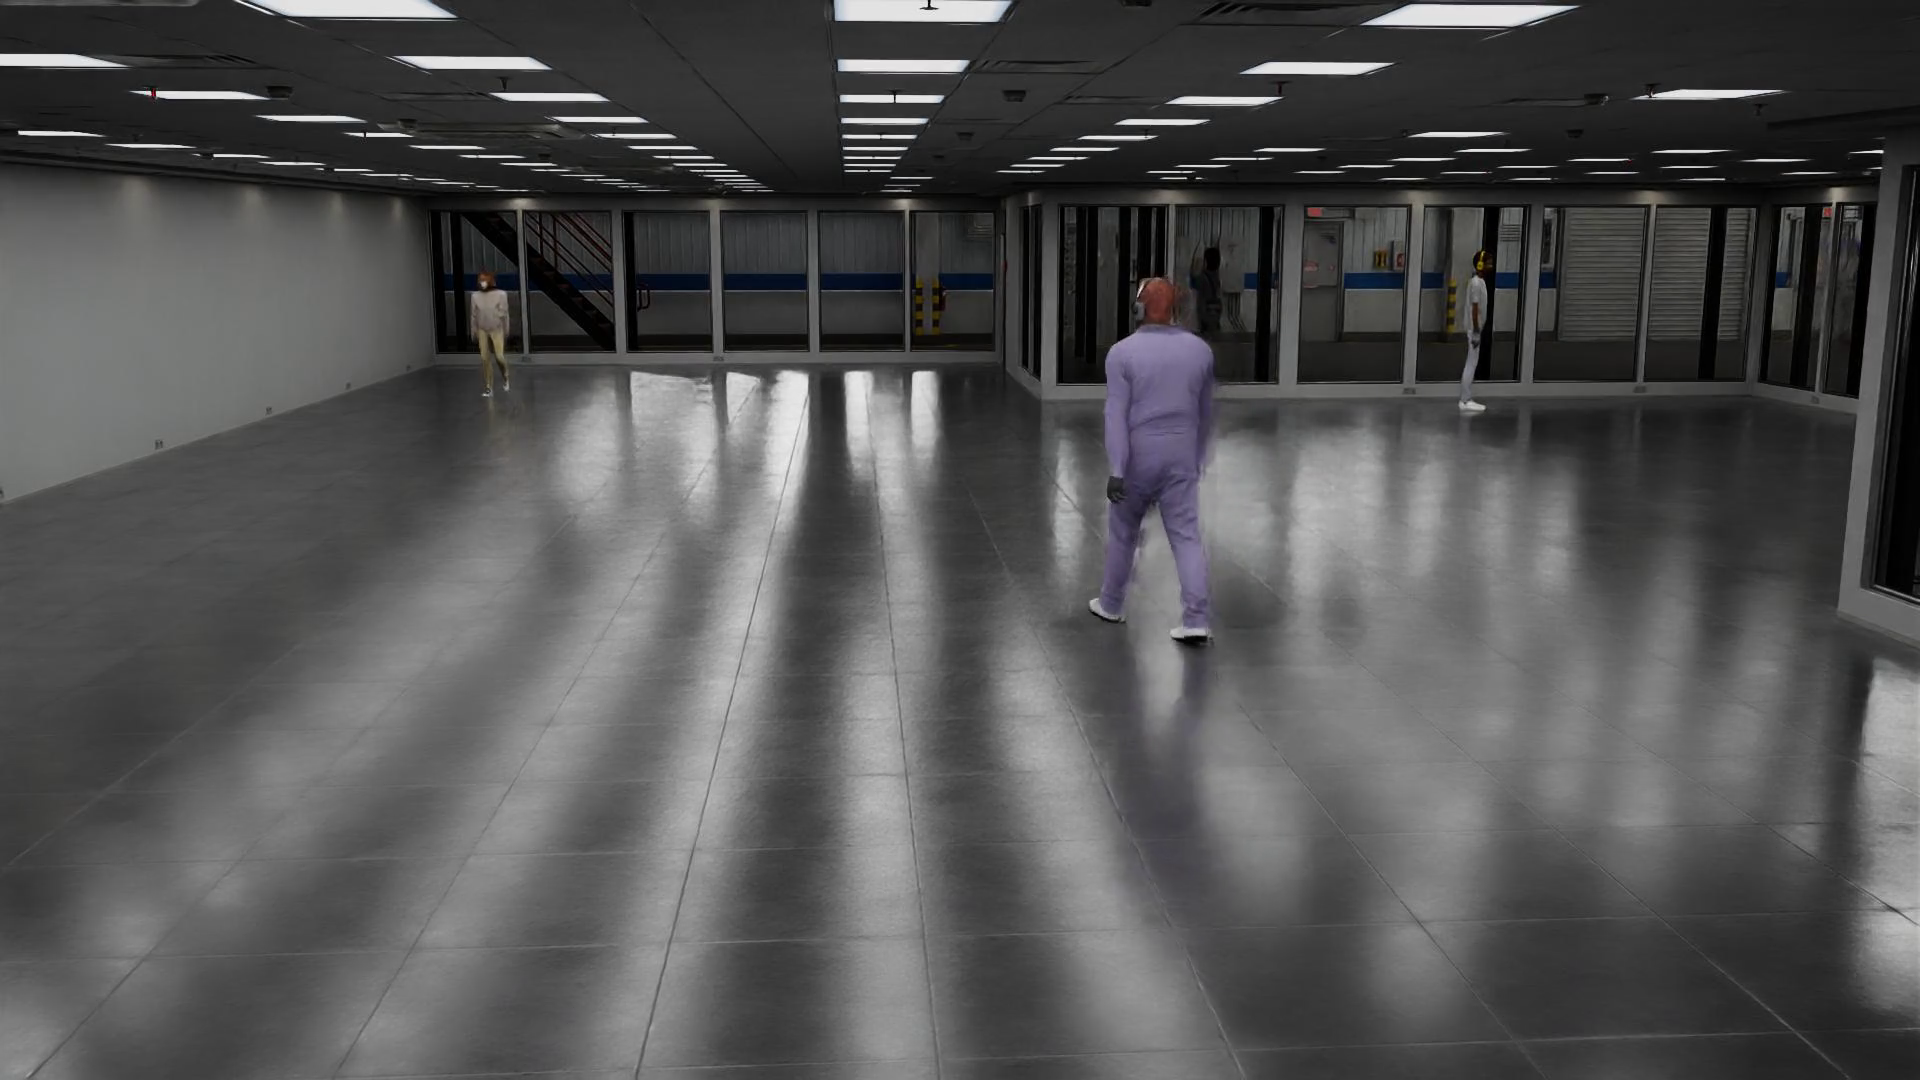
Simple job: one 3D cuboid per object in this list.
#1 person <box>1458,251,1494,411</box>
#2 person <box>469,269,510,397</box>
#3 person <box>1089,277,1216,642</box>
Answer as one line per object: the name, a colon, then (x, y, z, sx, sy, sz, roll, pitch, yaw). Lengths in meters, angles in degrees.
person: (6.069, -2.454, 19.542, 0.313, 1.865, 0.528, 3, 11, 17)
person: (-5.969, -2.625, 21.109, 0.503, 1.626, 0.372, 1, 11, 5)
person: (1.014, -0.419, 8.589, 0.662, 1.858, 0.989, -4, 11, -22)
